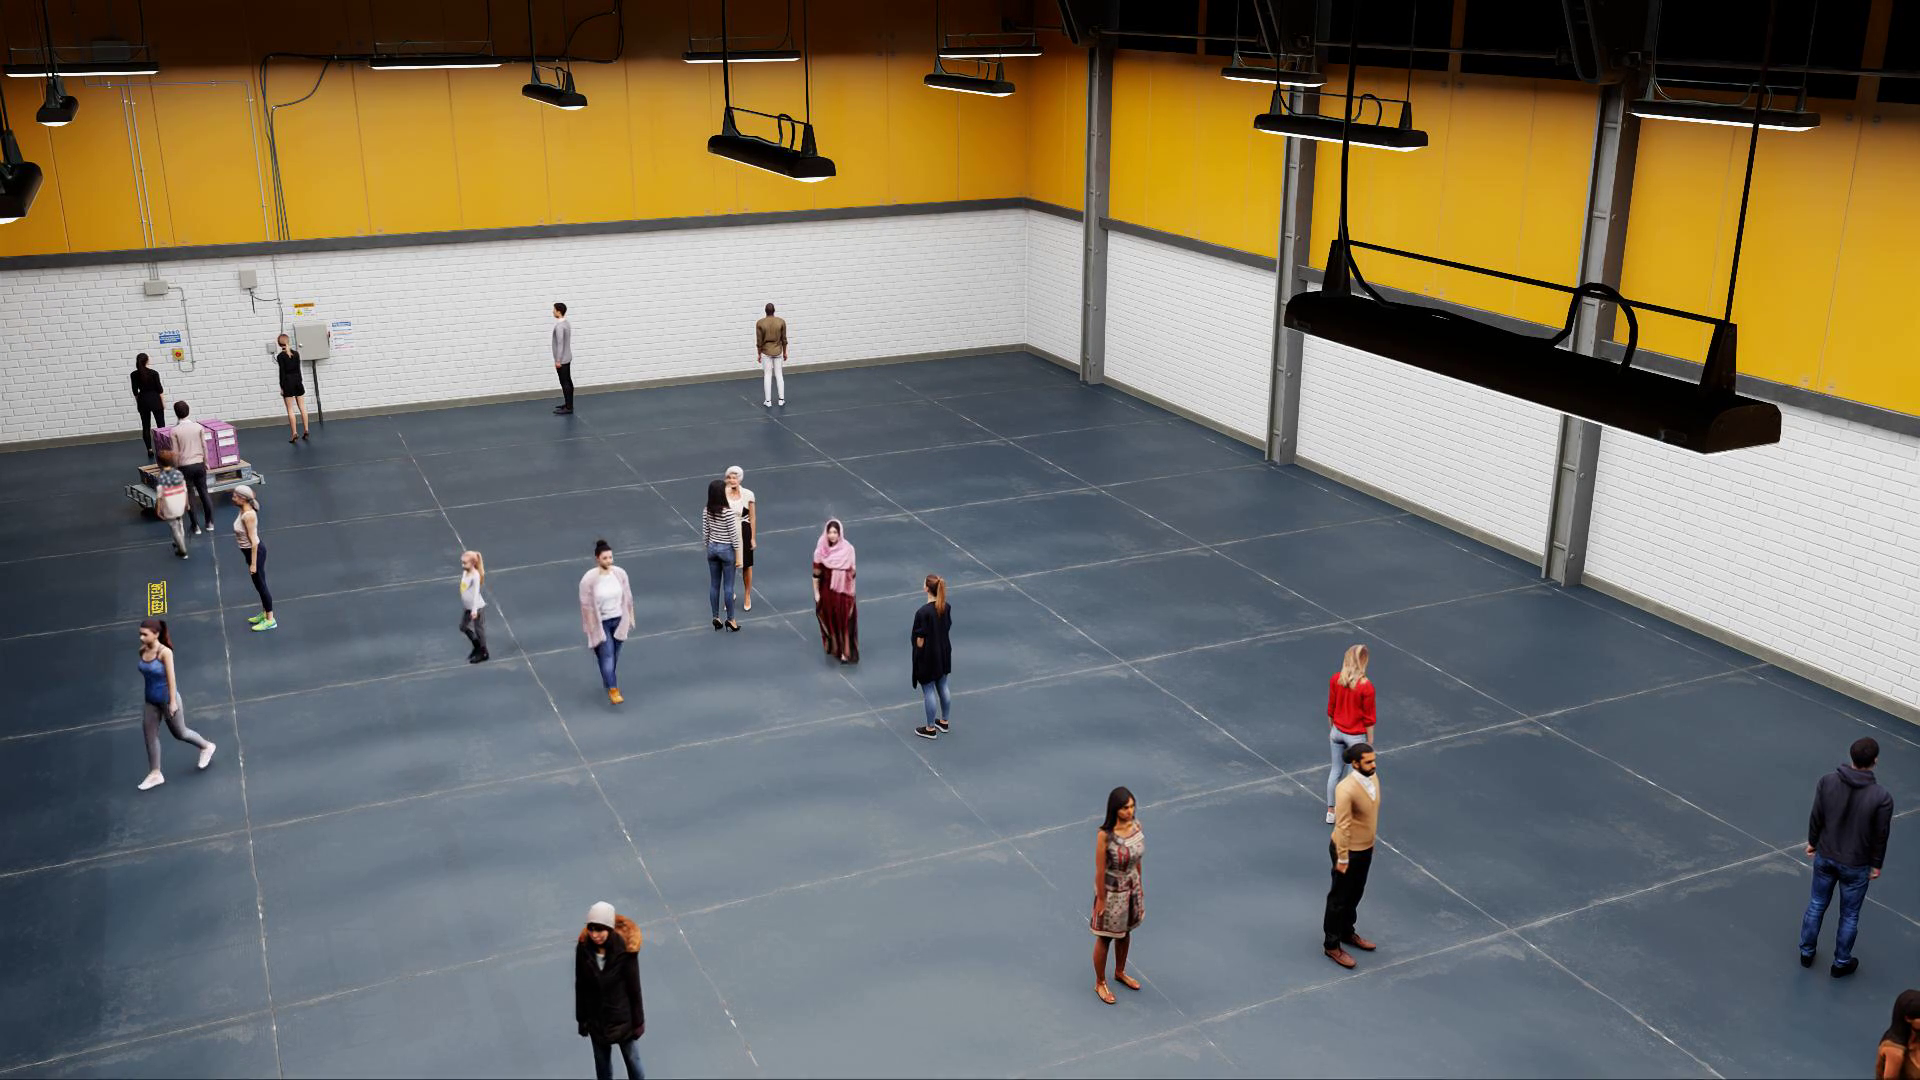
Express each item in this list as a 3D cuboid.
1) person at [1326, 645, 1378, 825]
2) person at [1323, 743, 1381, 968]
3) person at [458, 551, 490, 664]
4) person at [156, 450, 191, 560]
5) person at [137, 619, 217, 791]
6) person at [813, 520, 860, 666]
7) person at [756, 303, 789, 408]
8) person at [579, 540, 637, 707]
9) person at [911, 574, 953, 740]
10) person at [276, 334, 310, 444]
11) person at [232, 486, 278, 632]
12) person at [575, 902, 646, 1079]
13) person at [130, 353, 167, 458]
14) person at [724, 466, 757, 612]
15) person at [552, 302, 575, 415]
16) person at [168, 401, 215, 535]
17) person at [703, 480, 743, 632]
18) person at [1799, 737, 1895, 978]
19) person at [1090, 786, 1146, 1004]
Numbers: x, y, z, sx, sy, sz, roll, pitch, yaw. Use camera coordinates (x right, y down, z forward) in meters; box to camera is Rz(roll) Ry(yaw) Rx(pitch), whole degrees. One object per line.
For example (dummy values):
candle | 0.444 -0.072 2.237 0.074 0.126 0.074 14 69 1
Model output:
person | 3.409 1.713 14.560 0.740 1.704 0.565 -18 25 -42
person | 2.979 2.341 12.616 0.733 1.754 0.744 16 24 39
person | -5.261 0.720 18.190 0.625 1.269 0.545 -17 25 -41
person | -10.104 -0.457 21.433 0.815 1.429 0.720 12 22 32
person | -7.340 1.481 15.437 1.010 1.583 1.025 8 20 22
person | -1.373 0.535 18.221 0.825 1.601 1.085 -2 19 -7
person | -3.286 -3.255 29.120 0.756 1.825 0.637 -5 19 -15
person | -3.691 0.815 17.217 0.828 1.709 1.071 -13 23 -34
person | -0.256 1.128 16.327 0.701 1.684 0.672 -17 25 -42
person | -10.799 -2.456 26.841 0.693 1.767 0.667 11 21 29
person | -8.099 0.188 19.094 0.670 1.701 0.477 -10 21 -27
person | -2.236 3.044 10.723 0.716 1.630 0.755 4 19 11
person | -12.641 -2.101 25.951 0.666 1.661 0.655 -2 19 -6
person | -2.633 -0.027 19.645 0.711 1.756 0.715 2 19 7
person | -6.828 -3.144 28.637 0.881 1.923 0.720 -1 19 -3
person | -10.374 -0.988 22.419 0.652 1.807 0.691 17 25 42
person | -2.720 0.181 18.965 0.618 1.796 0.712 10 21 26
person | 6.573 2.348 12.380 0.650 1.893 0.814 16 25 40
person | 1.154 2.554 12.154 0.697 1.645 0.613 -14 23 -36
